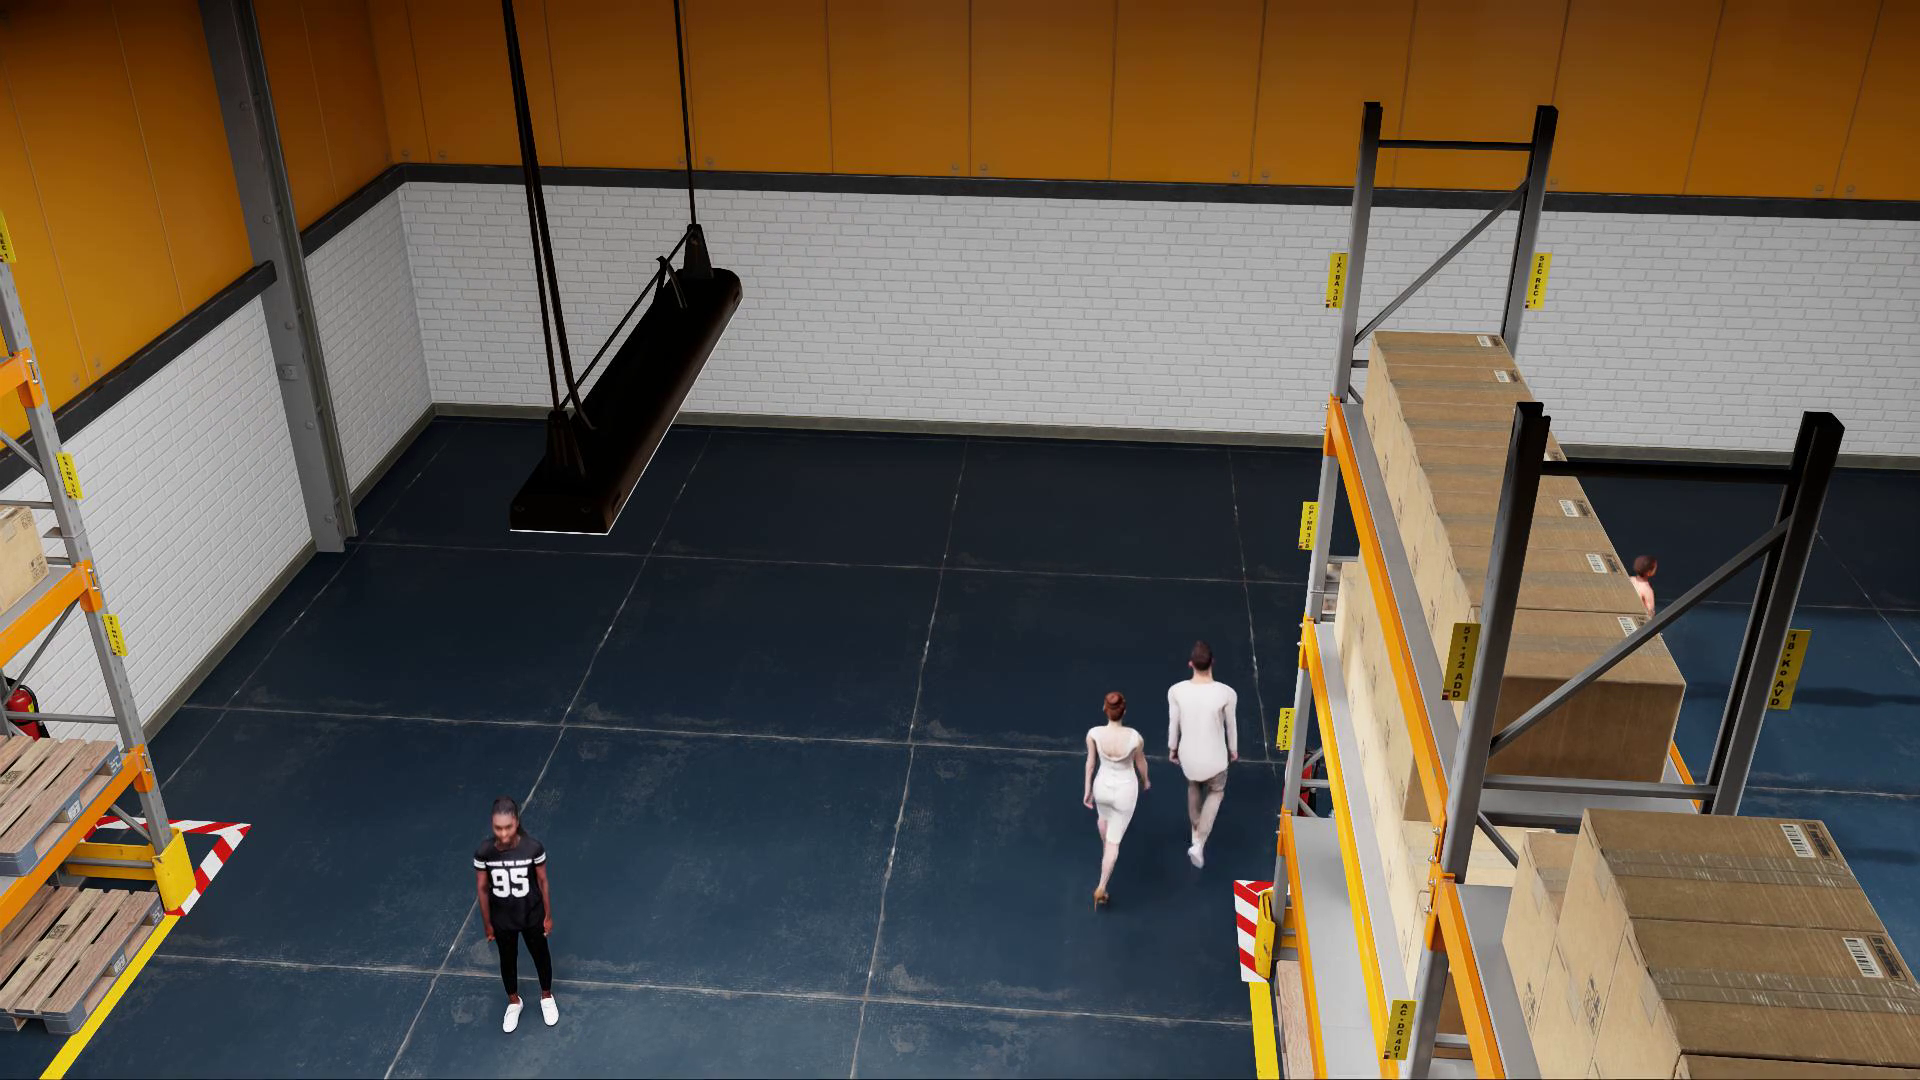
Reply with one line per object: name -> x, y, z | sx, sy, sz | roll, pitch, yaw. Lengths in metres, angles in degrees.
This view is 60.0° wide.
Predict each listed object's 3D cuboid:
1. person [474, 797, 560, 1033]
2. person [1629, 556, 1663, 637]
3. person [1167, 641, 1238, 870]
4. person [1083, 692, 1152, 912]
person -> -2.889, 2.444, 10.865 | 0.678, 1.727, 0.682 | -5, 29, -10
person -> 5.797, 0.740, 14.450 | 0.663, 1.286, 0.806 | -5, 29, -8
person -> 1.787, 1.612, 12.299 | 0.849, 1.815, 1.063 | 10, 30, 18
person -> 1.071, 1.891, 11.833 | 0.740, 1.771, 0.987 | 10, 30, 18
